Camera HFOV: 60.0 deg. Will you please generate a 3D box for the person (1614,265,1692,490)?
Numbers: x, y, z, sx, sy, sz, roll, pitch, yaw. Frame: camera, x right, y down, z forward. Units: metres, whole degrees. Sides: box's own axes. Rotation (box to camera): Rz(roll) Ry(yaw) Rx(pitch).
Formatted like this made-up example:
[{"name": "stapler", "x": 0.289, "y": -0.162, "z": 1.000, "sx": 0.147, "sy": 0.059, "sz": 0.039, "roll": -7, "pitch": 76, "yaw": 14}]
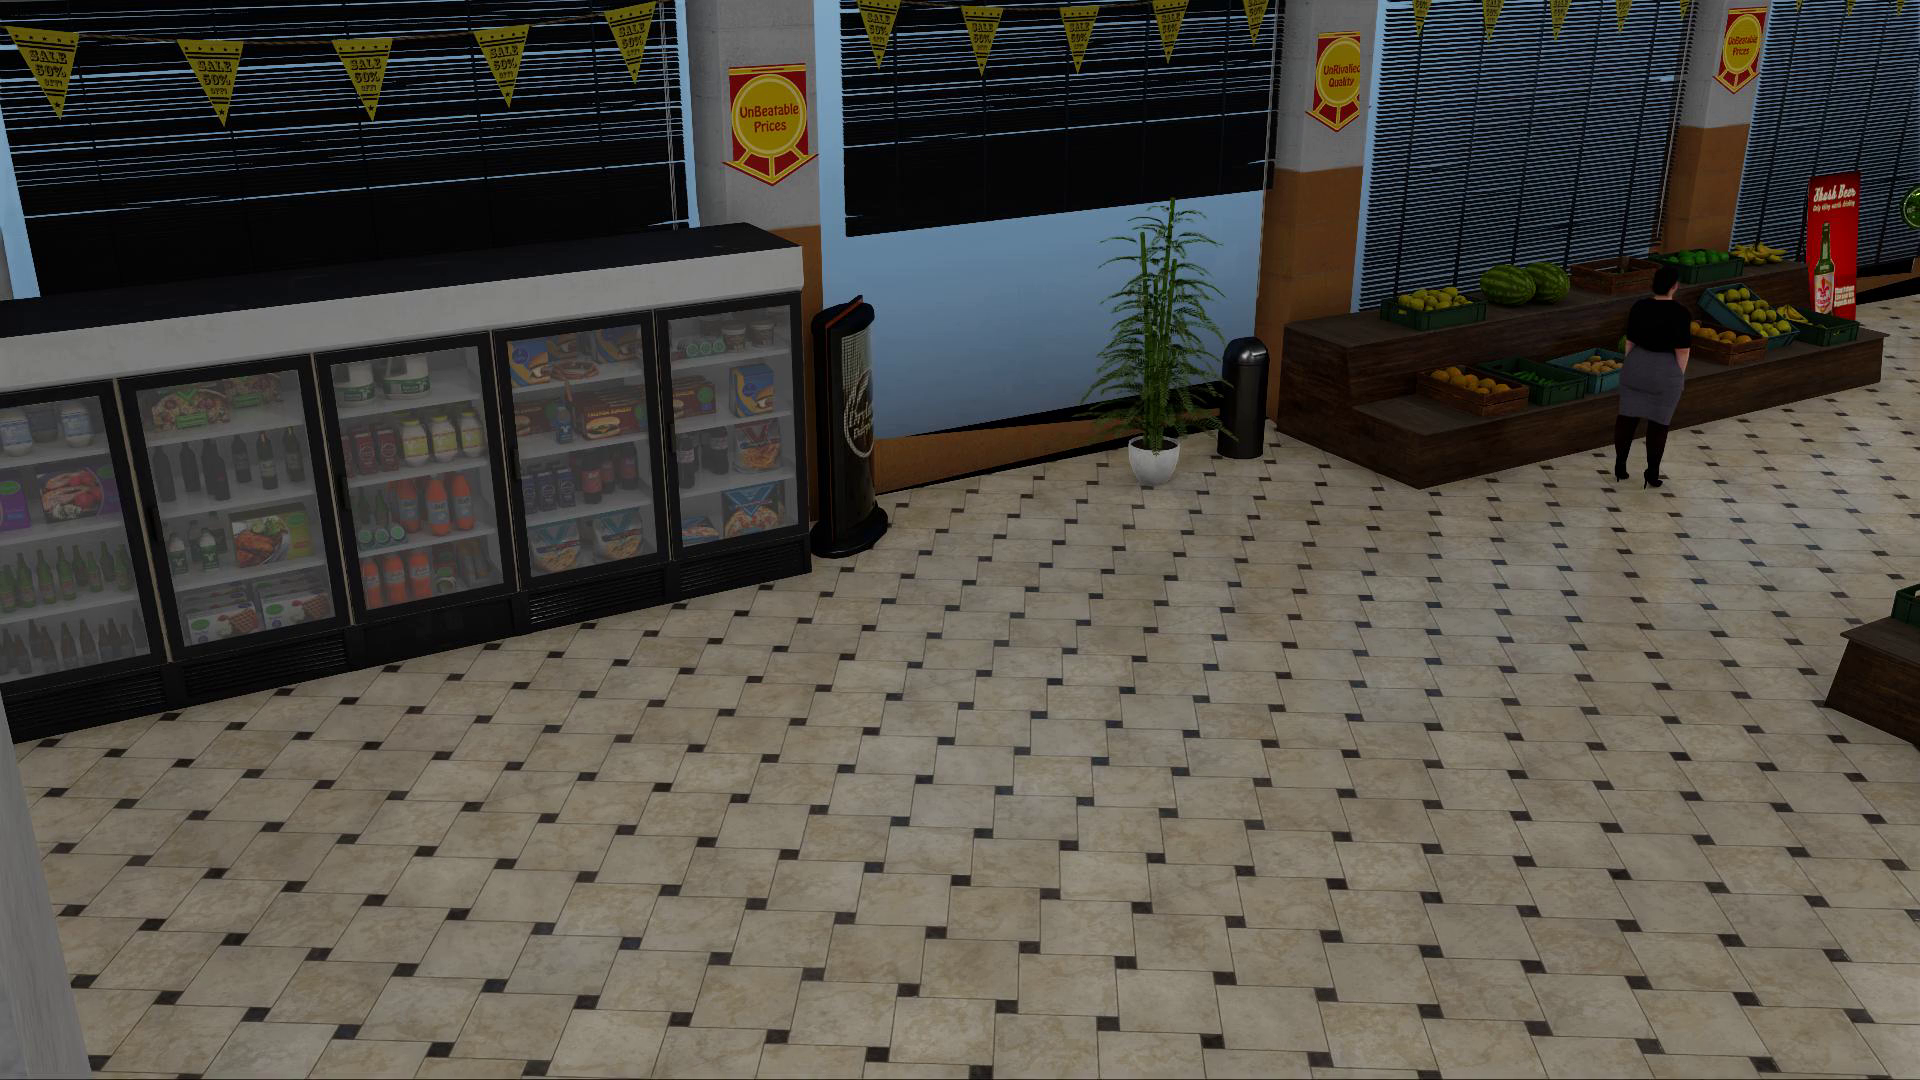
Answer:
[{"name": "person", "x": 5.410, "y": -1.278, "z": 13.007, "sx": 0.677, "sy": 1.760, "sz": 0.710, "roll": -18, "pitch": 28, "yaw": -38}]
